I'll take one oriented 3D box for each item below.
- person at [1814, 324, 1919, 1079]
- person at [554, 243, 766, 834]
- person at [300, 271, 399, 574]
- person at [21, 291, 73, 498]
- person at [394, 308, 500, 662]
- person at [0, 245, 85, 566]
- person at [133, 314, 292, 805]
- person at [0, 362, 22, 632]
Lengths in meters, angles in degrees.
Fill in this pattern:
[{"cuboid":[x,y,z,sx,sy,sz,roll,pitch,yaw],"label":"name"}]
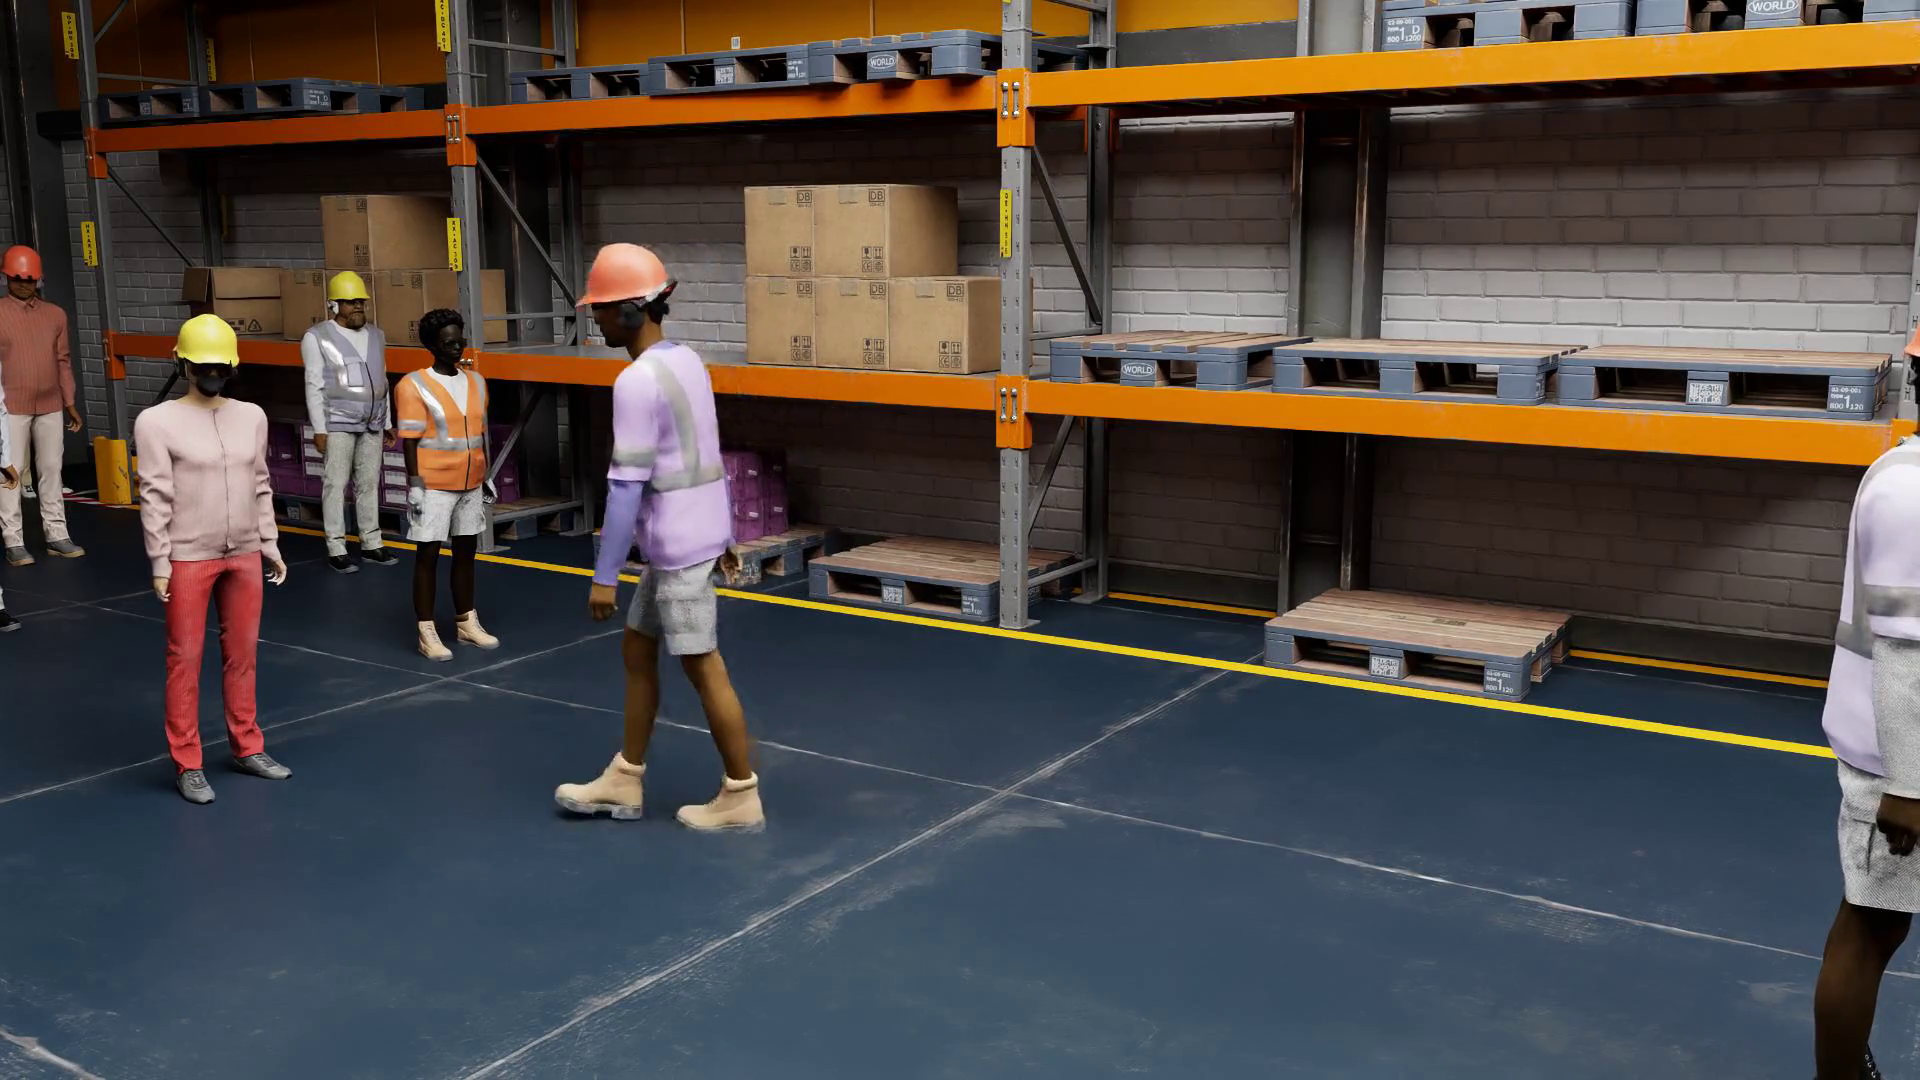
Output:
[{"cuboid":[2.046,0.434,3.536,0.374,1.928,0.542,7,12,32],"label":"person"},{"cuboid":[-1.074,0.023,5.604,0.894,2.000,0.629,1,10,3],"label":"person"},{"cuboid":[-3.722,-0.725,10.218,0.403,1.835,0.586,7,12,32],"label":"person"},{"cuboid":[-7.303,-1.155,13.155,0.278,1.634,0.498,7,12,32],"label":"person"},{"cuboid":[-2.485,-0.273,8.093,0.321,1.697,0.529,7,12,32],"label":"person"},{"cuboid":[-5.841,-0.843,10.451,0.391,1.986,0.609,7,12,32],"label":"person"},{"cuboid":[-2.708,0.063,6.067,0.327,1.760,0.523,7,12,32],"label":"person"},{"cuboid":[-5.099,-0.407,8.455,0.403,1.835,0.586,7,12,32],"label":"person"}]
